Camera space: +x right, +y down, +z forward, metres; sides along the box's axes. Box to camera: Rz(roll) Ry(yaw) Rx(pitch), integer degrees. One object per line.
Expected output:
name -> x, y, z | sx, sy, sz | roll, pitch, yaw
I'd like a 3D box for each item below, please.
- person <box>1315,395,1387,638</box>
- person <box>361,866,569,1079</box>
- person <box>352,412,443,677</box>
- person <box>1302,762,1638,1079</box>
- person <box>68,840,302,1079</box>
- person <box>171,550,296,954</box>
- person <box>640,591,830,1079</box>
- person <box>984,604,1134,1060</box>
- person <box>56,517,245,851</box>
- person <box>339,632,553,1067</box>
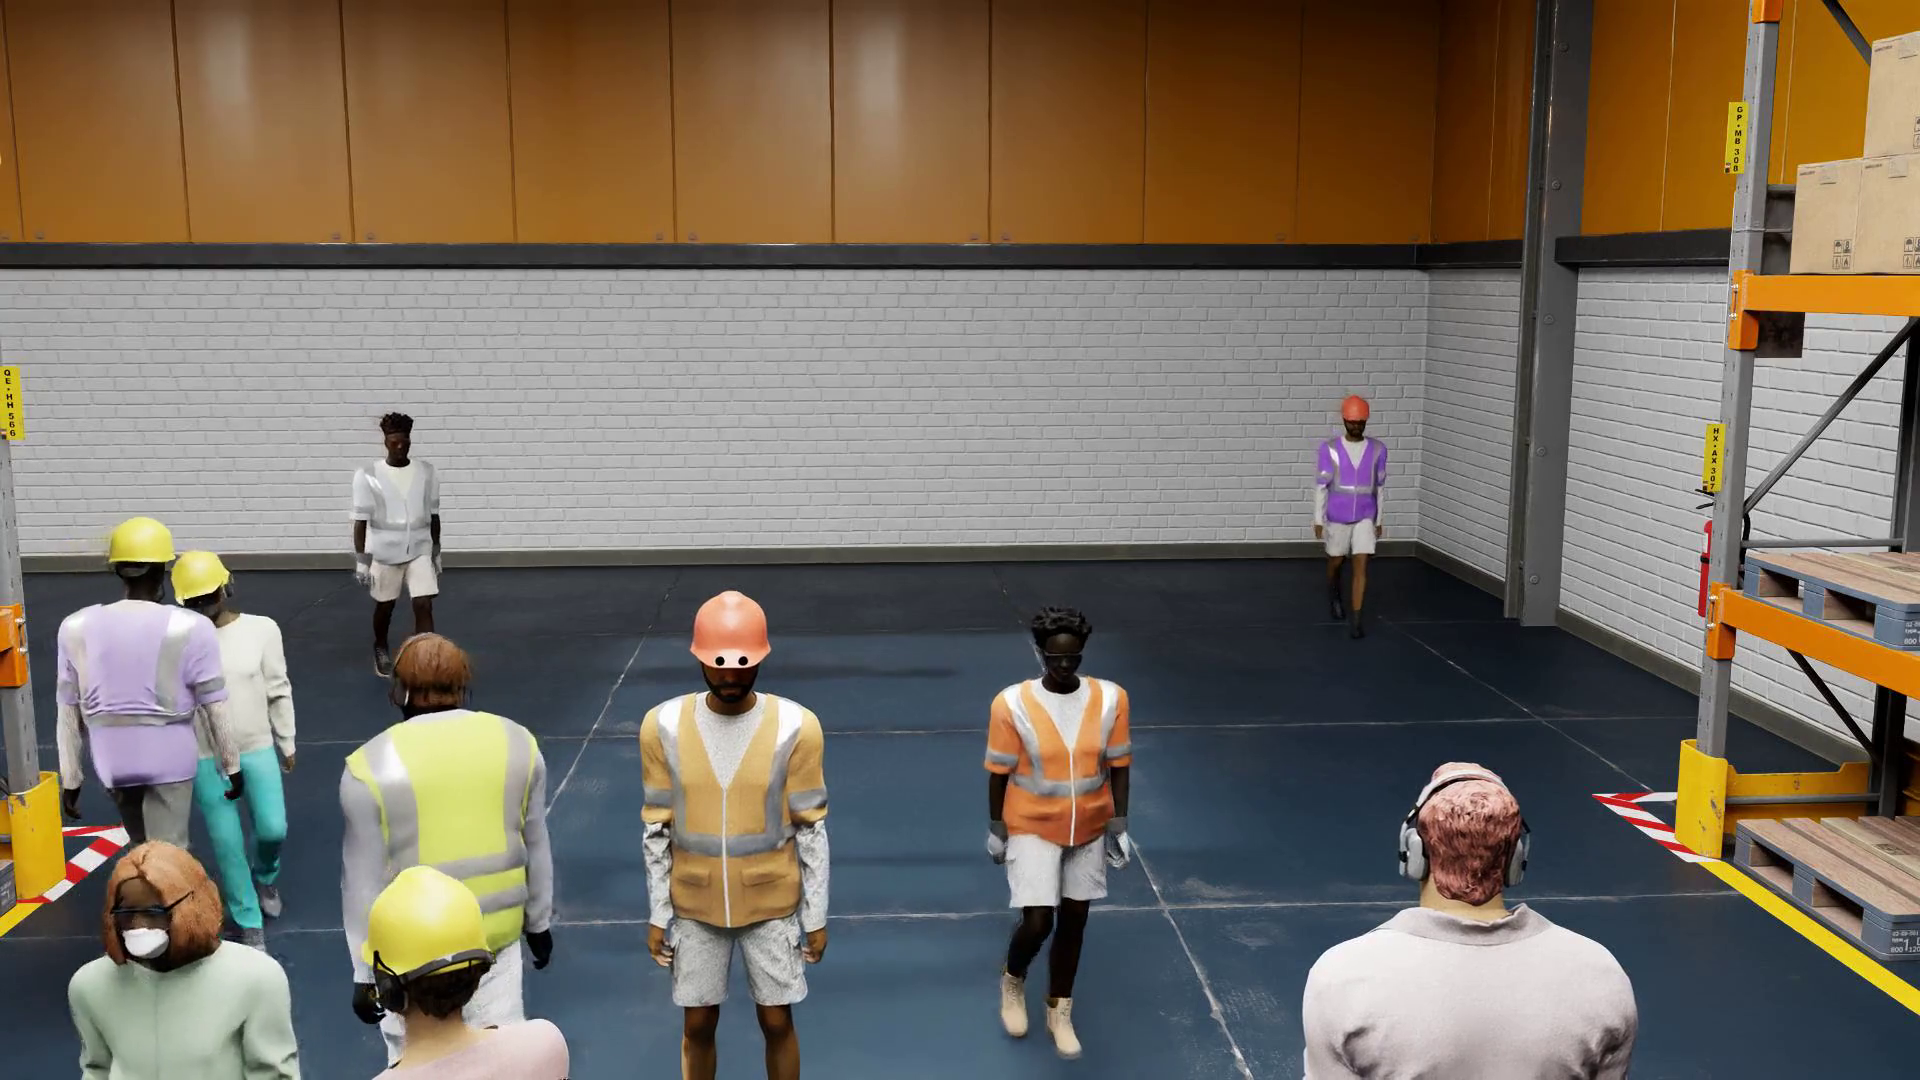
person -> 3.115, -0.223, 13.314 | 0.556, 1.904, 0.942 | 1, 9, 6
person -> -0.947, 1.468, 3.099 | 0.324, 1.769, 0.523 | 8, 12, 40
person -> -3.880, 0.061, 11.467 | 0.621, 1.923, 1.001 | -6, 11, -33
person -> 0.952, 1.372, 3.261 | 0.649, 1.906, 0.401 | -1, 9, -4
person -> -1.752, 1.441, 3.849 | 0.512, 1.595, 0.877 | -1, 9, -7
person -> -3.060, 0.877, 6.931 | 0.542, 1.730, 0.466 | -6, 11, -35
person -> -0.673, 1.092, 4.999 | 0.559, 1.924, 0.426 | 0, 9, 1
person -> 0.364, 1.050, 5.997 | 0.534, 1.679, 0.375 | -3, 9, -15
person -> -3.148, 0.851, 6.554 | 0.620, 1.895, 0.794 | 0, 9, -1
person -> -1.472, 1.175, 4.901 | 0.645, 1.791, 0.919 | -7, 11, -36
